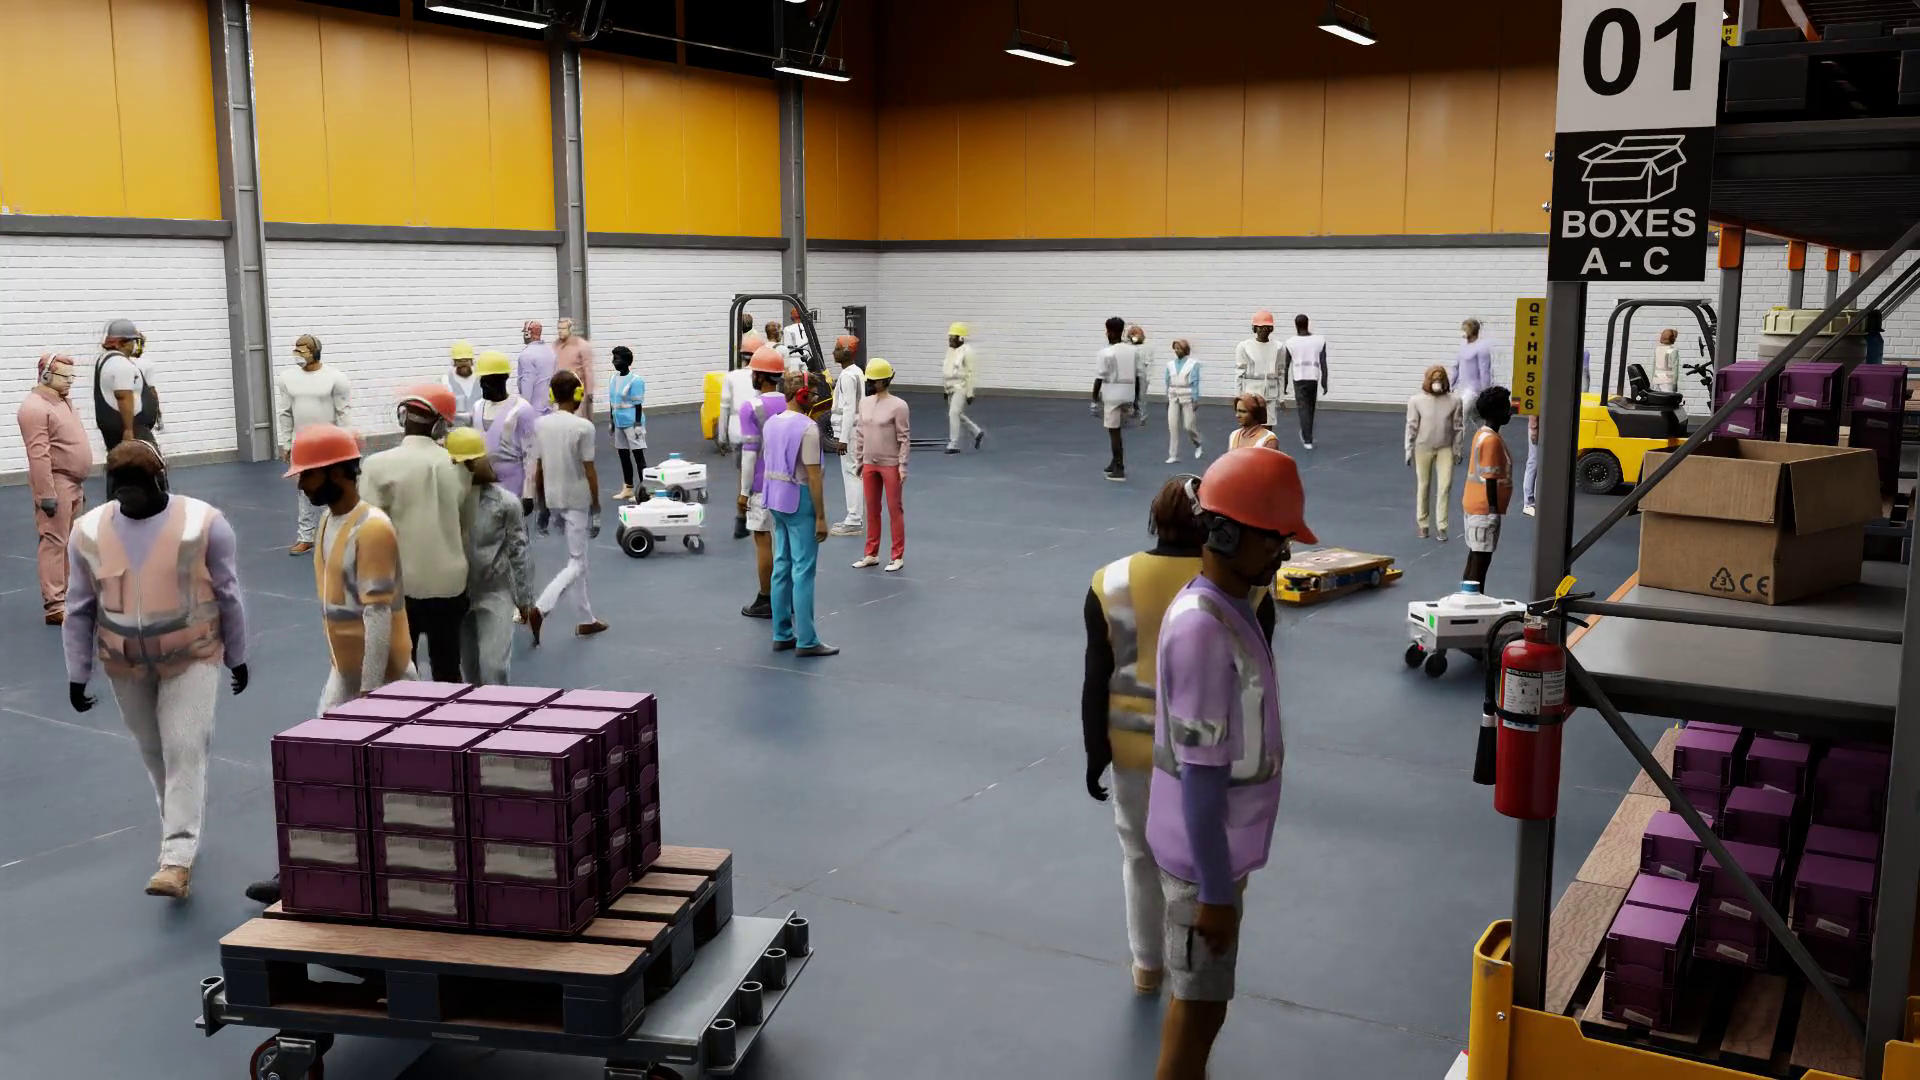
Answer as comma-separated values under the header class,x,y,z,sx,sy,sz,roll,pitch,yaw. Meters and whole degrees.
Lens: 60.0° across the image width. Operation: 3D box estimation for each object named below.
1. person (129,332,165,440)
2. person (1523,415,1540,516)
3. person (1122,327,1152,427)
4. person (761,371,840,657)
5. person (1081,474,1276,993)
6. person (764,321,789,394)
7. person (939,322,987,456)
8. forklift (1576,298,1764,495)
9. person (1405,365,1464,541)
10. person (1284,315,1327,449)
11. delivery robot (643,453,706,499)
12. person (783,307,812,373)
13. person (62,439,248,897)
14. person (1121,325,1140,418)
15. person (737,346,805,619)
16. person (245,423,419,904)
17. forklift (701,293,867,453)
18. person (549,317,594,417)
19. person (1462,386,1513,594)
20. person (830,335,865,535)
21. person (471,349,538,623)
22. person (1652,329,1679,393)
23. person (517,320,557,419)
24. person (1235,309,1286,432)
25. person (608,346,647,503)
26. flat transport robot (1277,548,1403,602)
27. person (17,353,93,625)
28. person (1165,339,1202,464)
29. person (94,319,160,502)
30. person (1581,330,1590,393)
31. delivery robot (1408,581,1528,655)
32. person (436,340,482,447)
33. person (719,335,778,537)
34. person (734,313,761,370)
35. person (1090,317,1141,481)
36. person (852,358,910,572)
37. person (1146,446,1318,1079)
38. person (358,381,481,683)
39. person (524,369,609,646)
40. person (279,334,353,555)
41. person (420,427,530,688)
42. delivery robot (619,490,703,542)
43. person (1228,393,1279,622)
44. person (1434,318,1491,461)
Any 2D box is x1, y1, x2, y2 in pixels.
class,x,y,z,sx,sy,sz,roll,pitch,yaw
person,-8.846,-1.297,17.751,0.567,1.851,0.552,0,9,1
person,5.945,-1.124,16.883,0.532,1.772,0.300,-8,12,-41
person,2.799,-2.577,26.486,0.503,1.600,0.795,4,10,24
person,-1.063,-0.166,10.687,0.391,1.837,0.563,-7,12,-38
person,0.701,0.698,5.394,0.626,1.816,0.801,1,9,7
person,-2.414,-1.899,21.494,0.505,1.842,0.345,4,10,24
person,0.041,-2.059,22.577,0.729,1.814,0.591,-5,10,-27
forklift,7.954,-1.589,18.462,2.313,2.155,1.214,5,11,30
person,4.354,-0.785,15.259,0.520,1.608,0.715,2,9,13
person,4.864,-2.246,23.586,0.615,1.861,1.006,0,9,-1
delivery robot,-3.011,-0.674,17.558,0.477,0.478,0.707,6,11,33
person,-2.757,-3.020,28.356,0.584,1.882,0.337,-6,11,-35
person,-3.211,0.509,6.579,0.651,1.798,0.949,-1,9,-6
person,2.809,-2.808,27.945,0.538,1.598,0.733,7,11,36
person,-1.361,-0.410,11.884,0.343,1.942,0.552,9,13,43
person,-2.375,0.468,6.644,0.570,1.876,0.992,9,12,43
forklift,-2.458,-2.344,23.176,2.313,2.155,1.214,0,9,-2
person,-5.139,-1.972,21.834,0.658,1.887,0.469,5,10,27
person,3.592,-0.200,11.333,0.322,1.697,0.530,2,9,11
person,-1.054,-0.984,15.652,0.354,1.884,0.576,0,9,3
person,-3.239,-0.379,11.741,0.592,1.925,0.382,6,11,32
person,10.476,-2.314,24.718,0.310,1.636,0.523,-2,9,-14
person,-5.018,-1.635,19.641,0.406,1.911,0.637,3,10,17
person,3.530,-1.676,19.476,0.613,2.041,0.393,-2,9,-10
person,-3.568,-1.237,17.865,0.537,1.690,0.326,9,13,44
flat transport robot,2.784,0.255,12.937,1.431,0.197,0.652,-9,13,-44
person,-6.312,-0.359,11.702,0.407,1.902,0.639,-2,9,-11
person,2.905,-1.805,21.583,0.523,1.622,0.561,7,11,36
person,-8.059,-1.145,16.166,0.599,2.000,0.703,-9,13,-44
person,7.417,-1.747,20.246,0.373,1.934,0.551,-7,12,-38
delivery robot,3.136,0.496,10.240,0.707,0.478,0.477,-1,9,-11
person,-4.763,-1.021,16.094,0.627,1.813,0.464,-4,10,-25
person,-1.984,-0.996,15.766,0.544,1.872,1.026,2,9,13
person,-3.306,-2.593,25.831,0.429,1.839,0.634,-5,11,-30
person,1.801,-1.691,19.871,0.626,1.938,0.736,-6,11,-34
person,-0.655,-0.618,13.754,0.523,1.763,0.329,6,11,34
person,0.675,0.776,4.206,0.398,2.032,0.605,2,9,12
person,-2.615,0.239,7.854,0.425,1.950,0.788,9,12,43
person,-2.640,-0.213,11.030,0.530,1.834,0.787,5,10,29
person,-5.605,-0.824,14.490,0.629,1.937,0.379,1,9,3
person,-2.378,0.311,8.091,0.498,1.716,0.730,0,9,2
delivery robot,-2.617,-0.195,14.572,0.707,0.478,0.477,-3,10,-17
person,2.049,-0.219,11.674,0.318,1.630,0.512,-5,10,-29
person,6.570,-1.917,21.498,1.047,1.886,0.649,-1,9,-8
